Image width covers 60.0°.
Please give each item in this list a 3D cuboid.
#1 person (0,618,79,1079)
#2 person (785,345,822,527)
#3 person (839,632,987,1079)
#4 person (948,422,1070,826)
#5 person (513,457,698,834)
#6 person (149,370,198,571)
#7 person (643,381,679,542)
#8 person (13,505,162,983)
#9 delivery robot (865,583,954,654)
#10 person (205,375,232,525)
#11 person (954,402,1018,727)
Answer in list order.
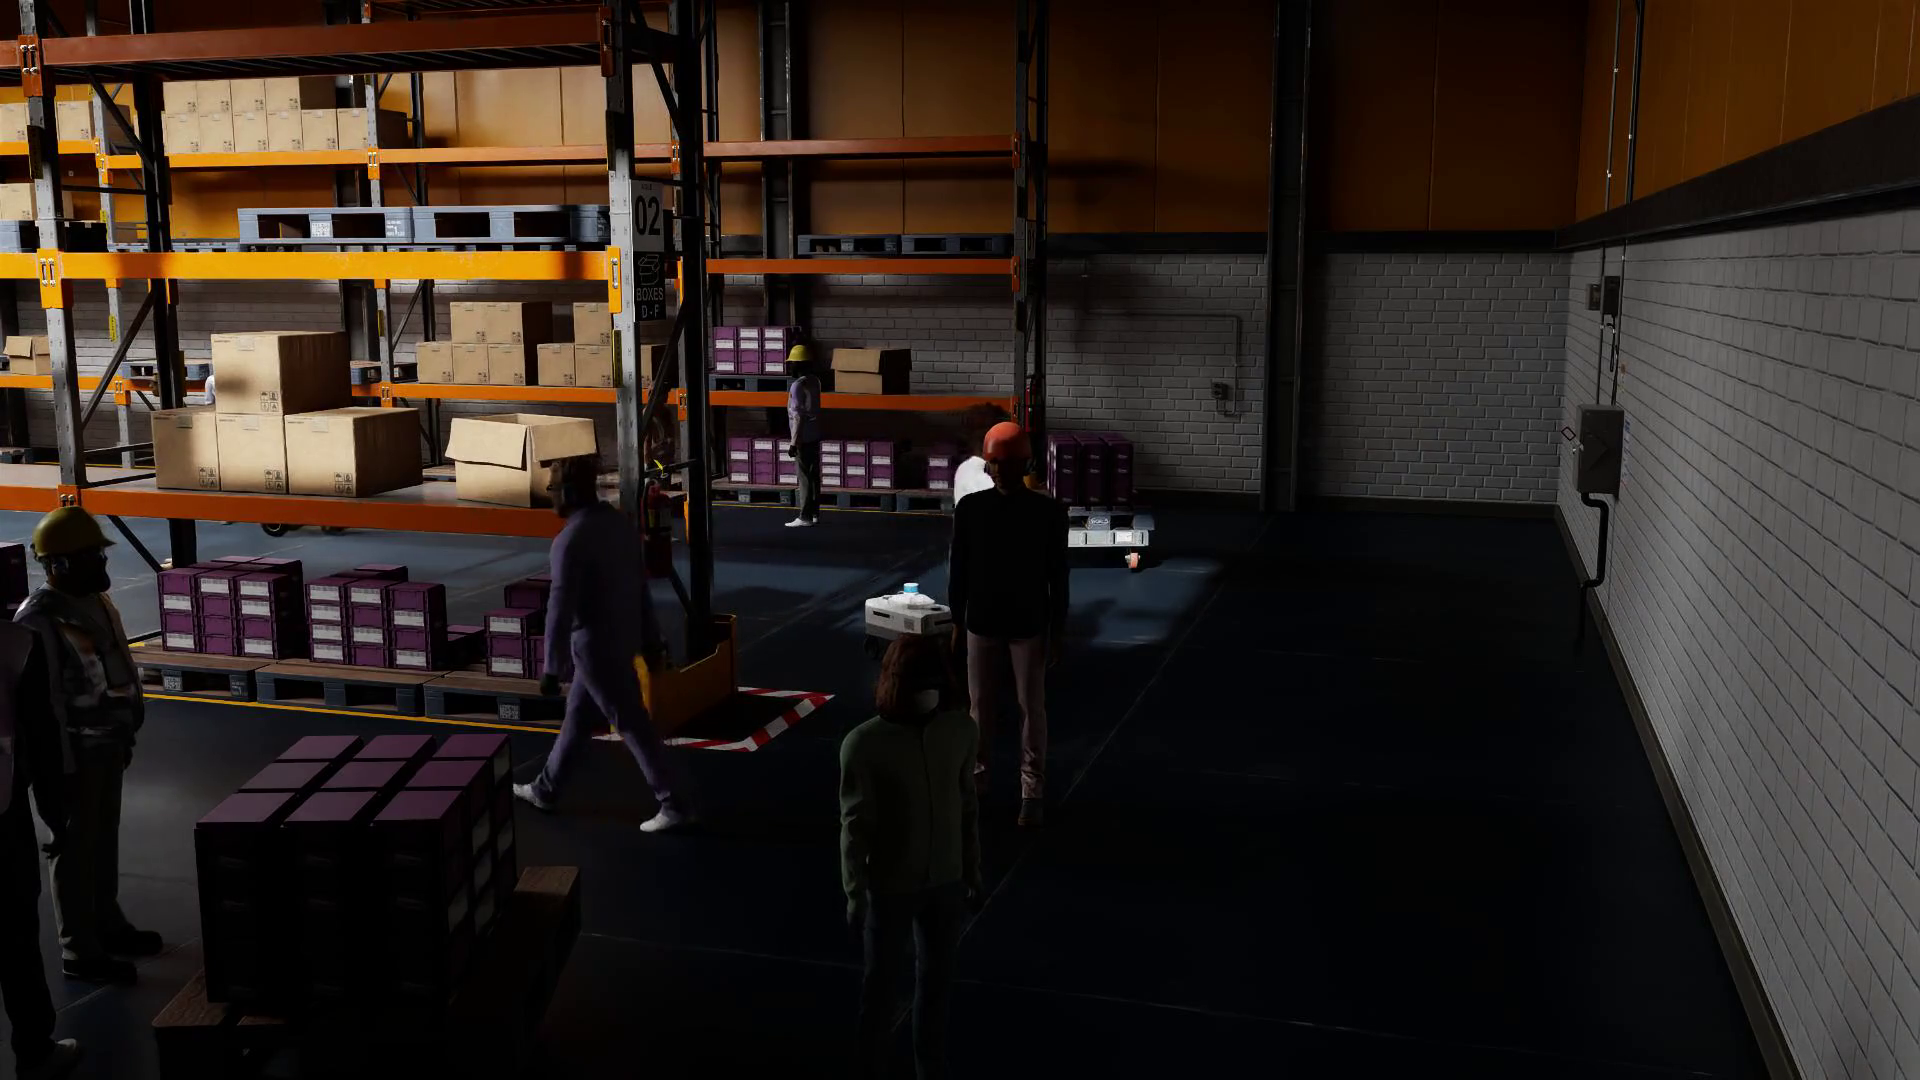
[{"bbox_3d":[-3.267,0.895,5.481,0.595,1.918,0.386,-2,10,-13],"label":"person"},{"bbox_3d":[-1.660,-1.093,17.573,0.370,1.927,0.588,2,10,15],"label":"person"},{"bbox_3d":[-0.141,1.085,5.185,0.507,1.632,0.272,-6,11,-34],"label":"person"},{"bbox_3d":[0.230,0.413,8.187,0.608,1.995,0.377,3,10,16],"label":"person"},{"bbox_3d":[-1.763,0.519,8.044,1.100,1.839,0.663,2,10,12],"label":"person"},{"bbox_3d":[-7.119,-0.638,15.040,0.333,1.845,0.514,-2,10,-13],"label":"person"},{"bbox_3d":[-2.969,-0.761,16.424,0.311,1.638,0.523,3,10,19],"label":"person"},{"bbox_3d":[-3.377,0.777,6.446,0.404,1.837,0.590,-1,9,-7],"label":"person"},{"bbox_3d":[-0.338,0.541,11.501,0.477,0.478,0.707,-8,12,-41],"label":"delivery robot"},{"bbox_3d":[-7.727,-1.133,17.783,0.603,1.938,0.402,-5,11,-28],"label":"person"},{"bbox_3d":[0.201,0.156,9.890,0.463,1.944,0.638,-3,10,-18],"label":"person"}]
